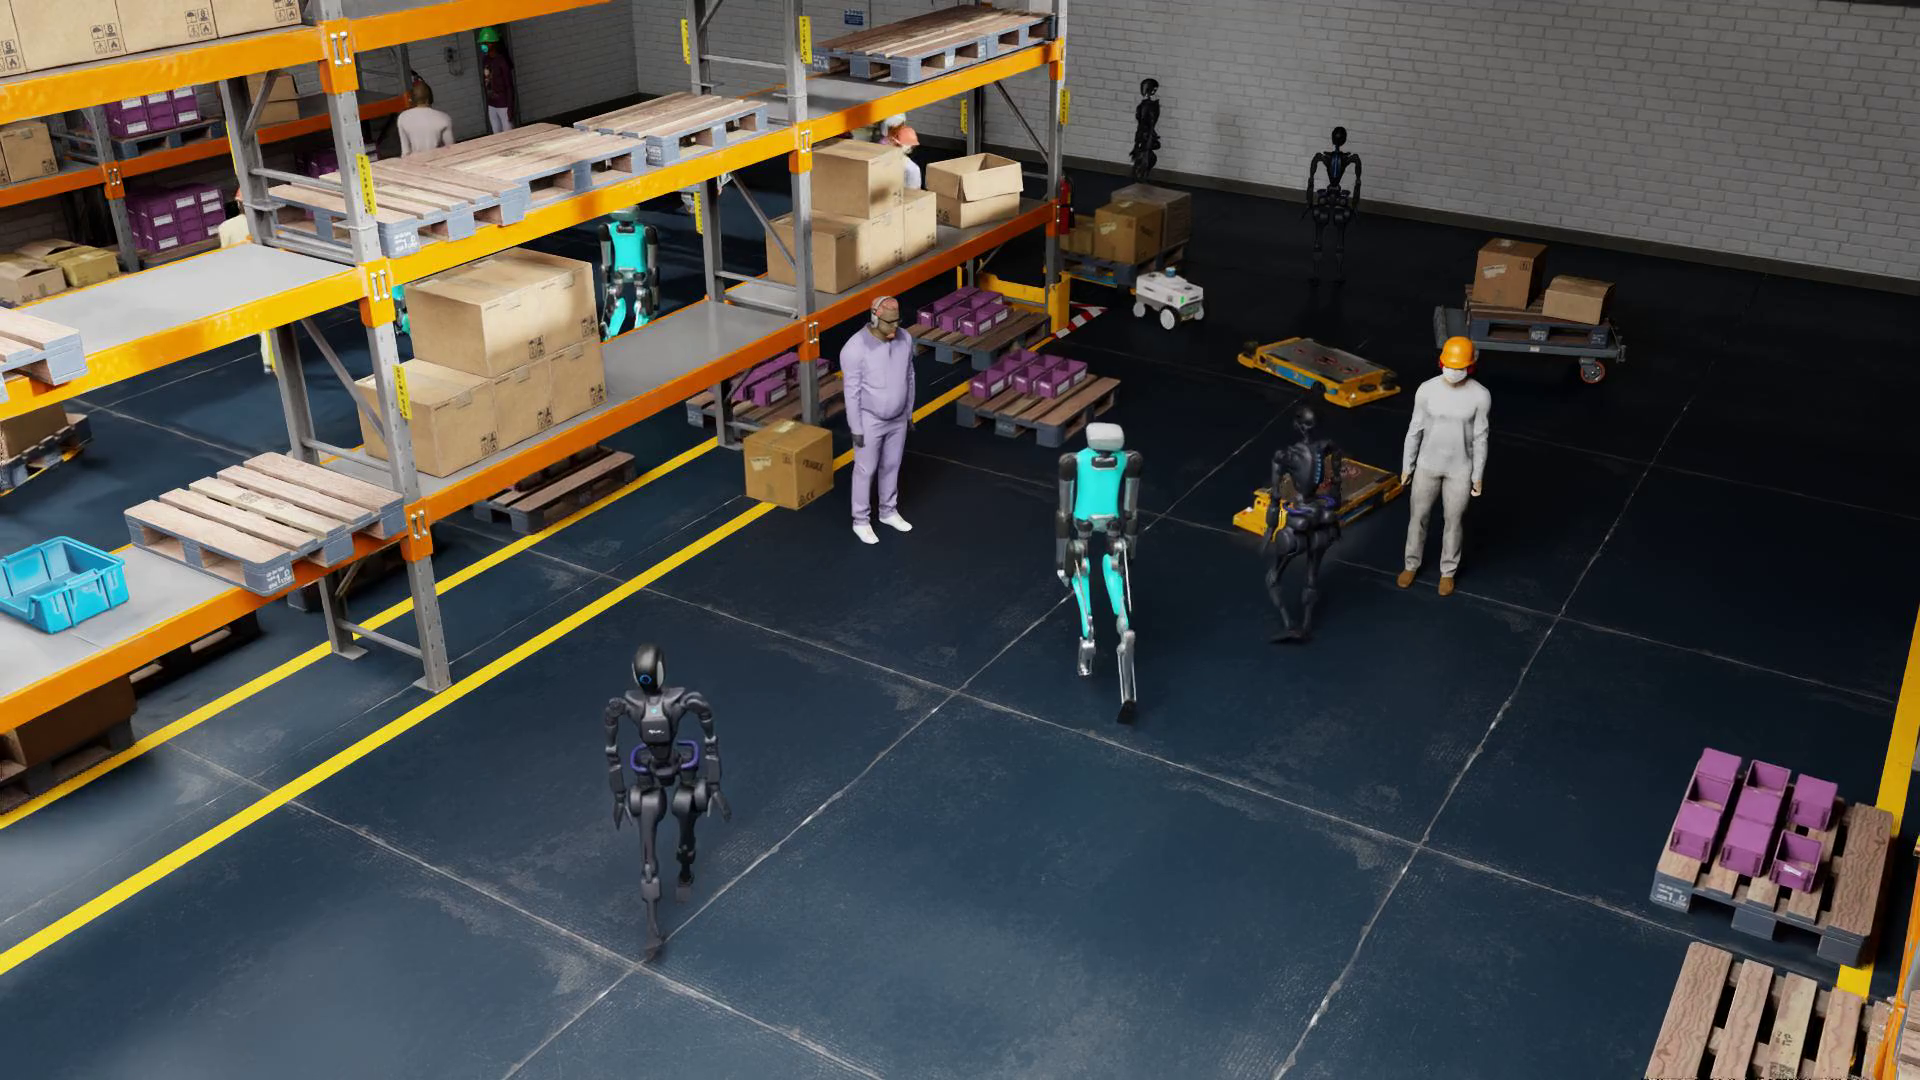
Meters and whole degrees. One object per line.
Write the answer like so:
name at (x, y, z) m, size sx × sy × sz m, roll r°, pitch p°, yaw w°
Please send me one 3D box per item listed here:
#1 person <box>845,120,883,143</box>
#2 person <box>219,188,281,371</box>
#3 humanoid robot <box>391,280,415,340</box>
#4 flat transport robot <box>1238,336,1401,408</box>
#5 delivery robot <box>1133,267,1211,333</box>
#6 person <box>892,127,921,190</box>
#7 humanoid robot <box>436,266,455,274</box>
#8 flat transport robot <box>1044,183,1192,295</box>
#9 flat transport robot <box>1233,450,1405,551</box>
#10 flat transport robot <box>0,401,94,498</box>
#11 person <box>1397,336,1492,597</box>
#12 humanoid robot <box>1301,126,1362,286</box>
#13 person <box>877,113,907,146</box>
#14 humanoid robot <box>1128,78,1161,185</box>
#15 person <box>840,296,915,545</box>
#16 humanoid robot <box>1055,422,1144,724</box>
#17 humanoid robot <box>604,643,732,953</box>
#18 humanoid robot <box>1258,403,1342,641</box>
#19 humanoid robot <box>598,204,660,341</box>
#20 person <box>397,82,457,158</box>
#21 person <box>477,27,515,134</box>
person at (-1.182, -5.062, 20.473) m, size 0.631 × 1.813 × 0.838 m, roll -23°, pitch 35°, yaw -37°
person at (-6.528, -2.479, 15.516) m, size 0.569 × 1.699 × 0.882 m, roll -2°, pitch 27°, yaw -4°
humanoid robot at (-4.574, -1.849, 14.330) m, size 0.746 × 1.887 × 0.538 m, roll -22°, pitch 34°, yaw -37°
flat transport robot at (3.291, -1.570, 15.291) m, size 0.659 × 0.231 × 1.431 m, roll -17°, pitch 32°, yaw -30°
delivery robot at (2.116, -2.413, 16.656) m, size 0.499 × 0.612 × 0.789 m, roll -19°, pitch 33°, yaw -33°
person at (-0.640, -3.432, 17.356) m, size 0.646 × 1.726 × 0.562 m, roll -24°, pitch 35°, yaw -39°
humanoid robot at (-5.201, -3.012, 16.629) m, size 0.601 × 1.623 × 0.779 m, roll 2°, pitch 27°, yaw 4°
flat transport robot at (1.674, -2.889, 17.890) m, size 1.431 × 0.231 × 0.659 m, roll 20°, pitch 33°, yaw 34°
flat transport robot at (2.789, -0.322, 12.832) m, size 0.659 × 0.231 × 1.431 m, roll 23°, pitch 35°, yaw 37°
flat transport robot at (-7.744, -0.554, 13.289) m, size 0.659 × 0.231 × 1.431 m, roll 5°, pitch 27°, yaw 9°
person at (3.318, -0.508, 11.421) m, size 0.553 × 1.890 × 0.390 m, roll 10°, pitch 28°, yaw 18°
humanoid robot at (3.931, -3.538, 17.599) m, size 0.599 × 1.657 × 0.315 m, roll 6°, pitch 28°, yaw 12°
person at (-0.760, -3.671, 17.714) m, size 0.443 × 1.826 × 0.506 m, roll 22°, pitch 34°, yaw 36°
humanoid robot at (2.205, -4.644, 19.797) m, size 0.391 × 1.650 × 0.600 m, roll -4°, pitch 27°, yaw -8°
person at (-0.561, -0.881, 12.152) m, size 0.632 × 1.892 × 0.394 m, roll -22°, pitch 34°, yaw -36°
humanoid robot at (0.915, 0.254, 10.108) m, size 0.555 × 1.770 × 0.962 m, roll -5°, pitch 27°, yaw -10°
humanoid robot at (-1.438, 1.246, 8.235) m, size 0.596 × 1.628 × 0.757 m, roll -3°, pitch 27°, yaw -5°
humanoid robot at (2.249, -0.104, 10.846) m, size 0.612 × 1.645 × 0.330 m, roll -12°, pitch 29°, yaw -22°
humanoid robot at (-2.920, -2.057, 14.614) m, size 0.545 × 1.736 × 0.985 m, roll 3°, pitch 27°, yaw 5°
person at (-5.898, -4.141, 18.559) m, size 0.641 × 1.903 × 0.953 m, roll 4°, pitch 27°, yaw 8°
person at (-5.904, -5.596, 21.369) m, size 0.491 × 1.950 × 0.424 m, roll 19°, pitch 33°, yaw 33°
